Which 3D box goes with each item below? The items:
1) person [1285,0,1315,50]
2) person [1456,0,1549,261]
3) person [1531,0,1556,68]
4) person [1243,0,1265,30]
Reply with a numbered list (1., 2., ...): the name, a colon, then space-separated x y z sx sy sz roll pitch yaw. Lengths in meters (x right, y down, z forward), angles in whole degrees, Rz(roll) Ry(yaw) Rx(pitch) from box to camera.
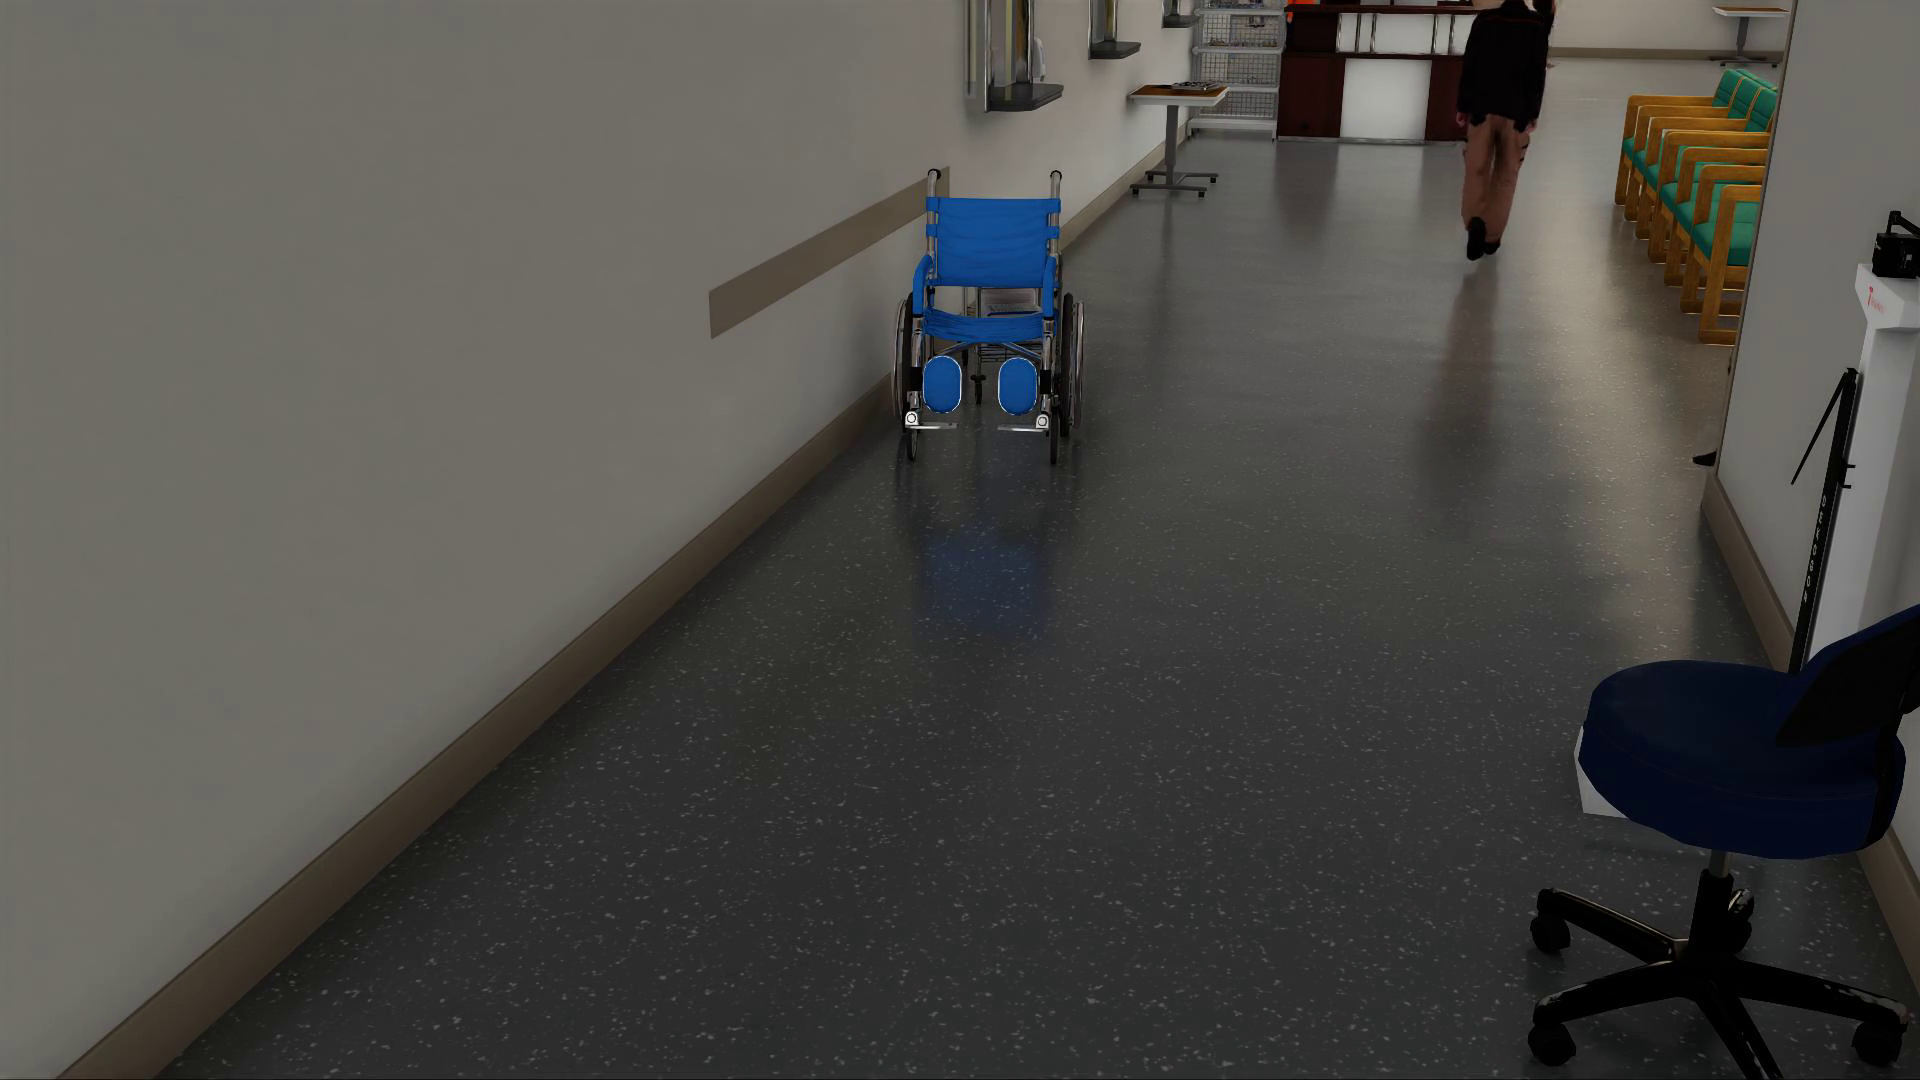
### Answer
1. person: 4.627 -7.171 22.758 0.708 1.748 0.758 -13 24 -31
2. person: 3.530 -2.780 10.952 1.097 1.899 0.803 7 22 18
3. person: 8.739 -7.973 24.909 0.836 1.725 0.840 -2 21 -5
4. person: 5.971 -10.950 32.849 0.836 1.668 0.783 -3 21 -8
